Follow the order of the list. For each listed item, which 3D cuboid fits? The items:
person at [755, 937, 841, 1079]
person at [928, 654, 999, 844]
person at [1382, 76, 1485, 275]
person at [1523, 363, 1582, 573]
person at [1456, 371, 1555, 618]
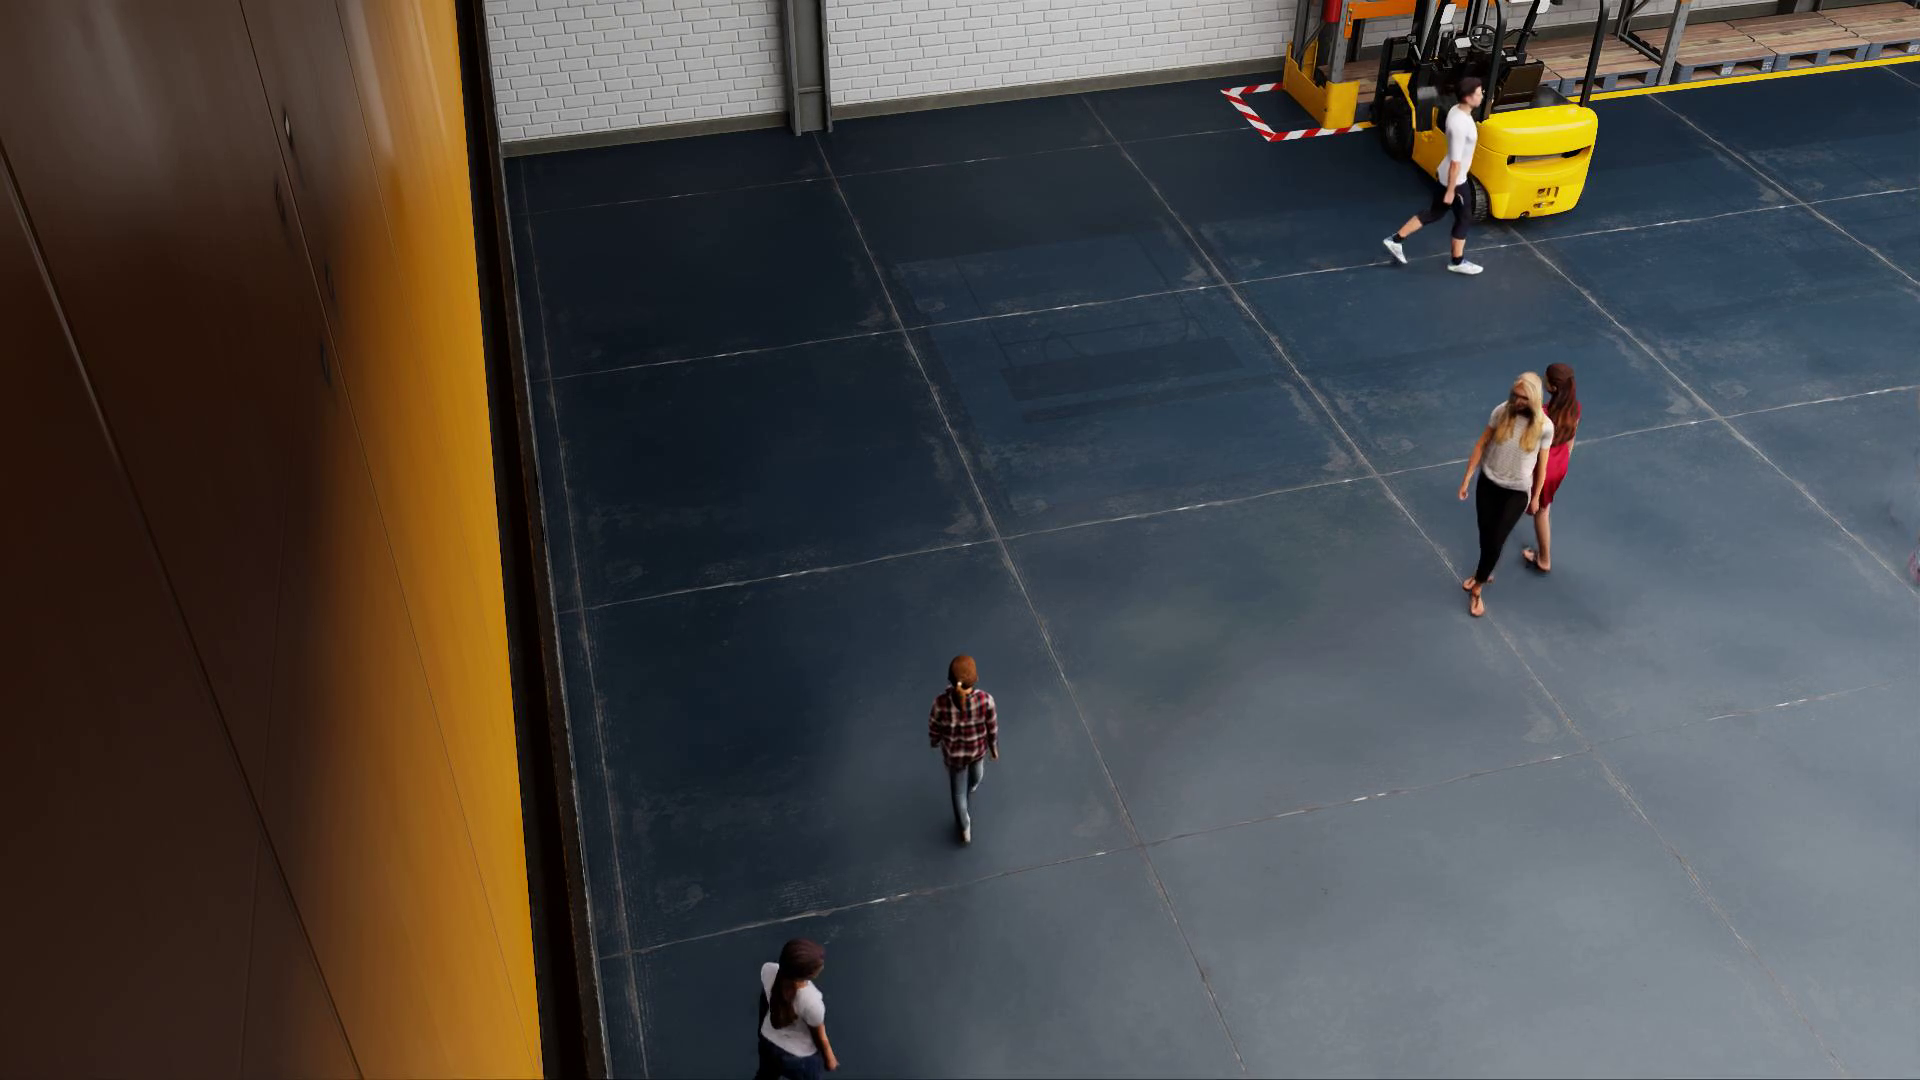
[{"bbox_3d":[-0.833,2.387,7.851,0.800,1.534,0.821,15,41,18],"label":"person"},{"bbox_3d":[0.030,1.221,9.512,0.794,1.284,0.698,-3,39,-3],"label":"person"},{"bbox_3d":[4.241,-3.186,14.598,1.243,1.823,0.973,5,39,6],"label":"person"},{"bbox_3d":[4.062,-0.466,11.453,1.014,1.498,0.717,-16,41,-19],"label":"person"},{"bbox_3d":[3.644,-0.365,11.077,0.826,1.809,0.881,28,46,30],"label":"person"}]
